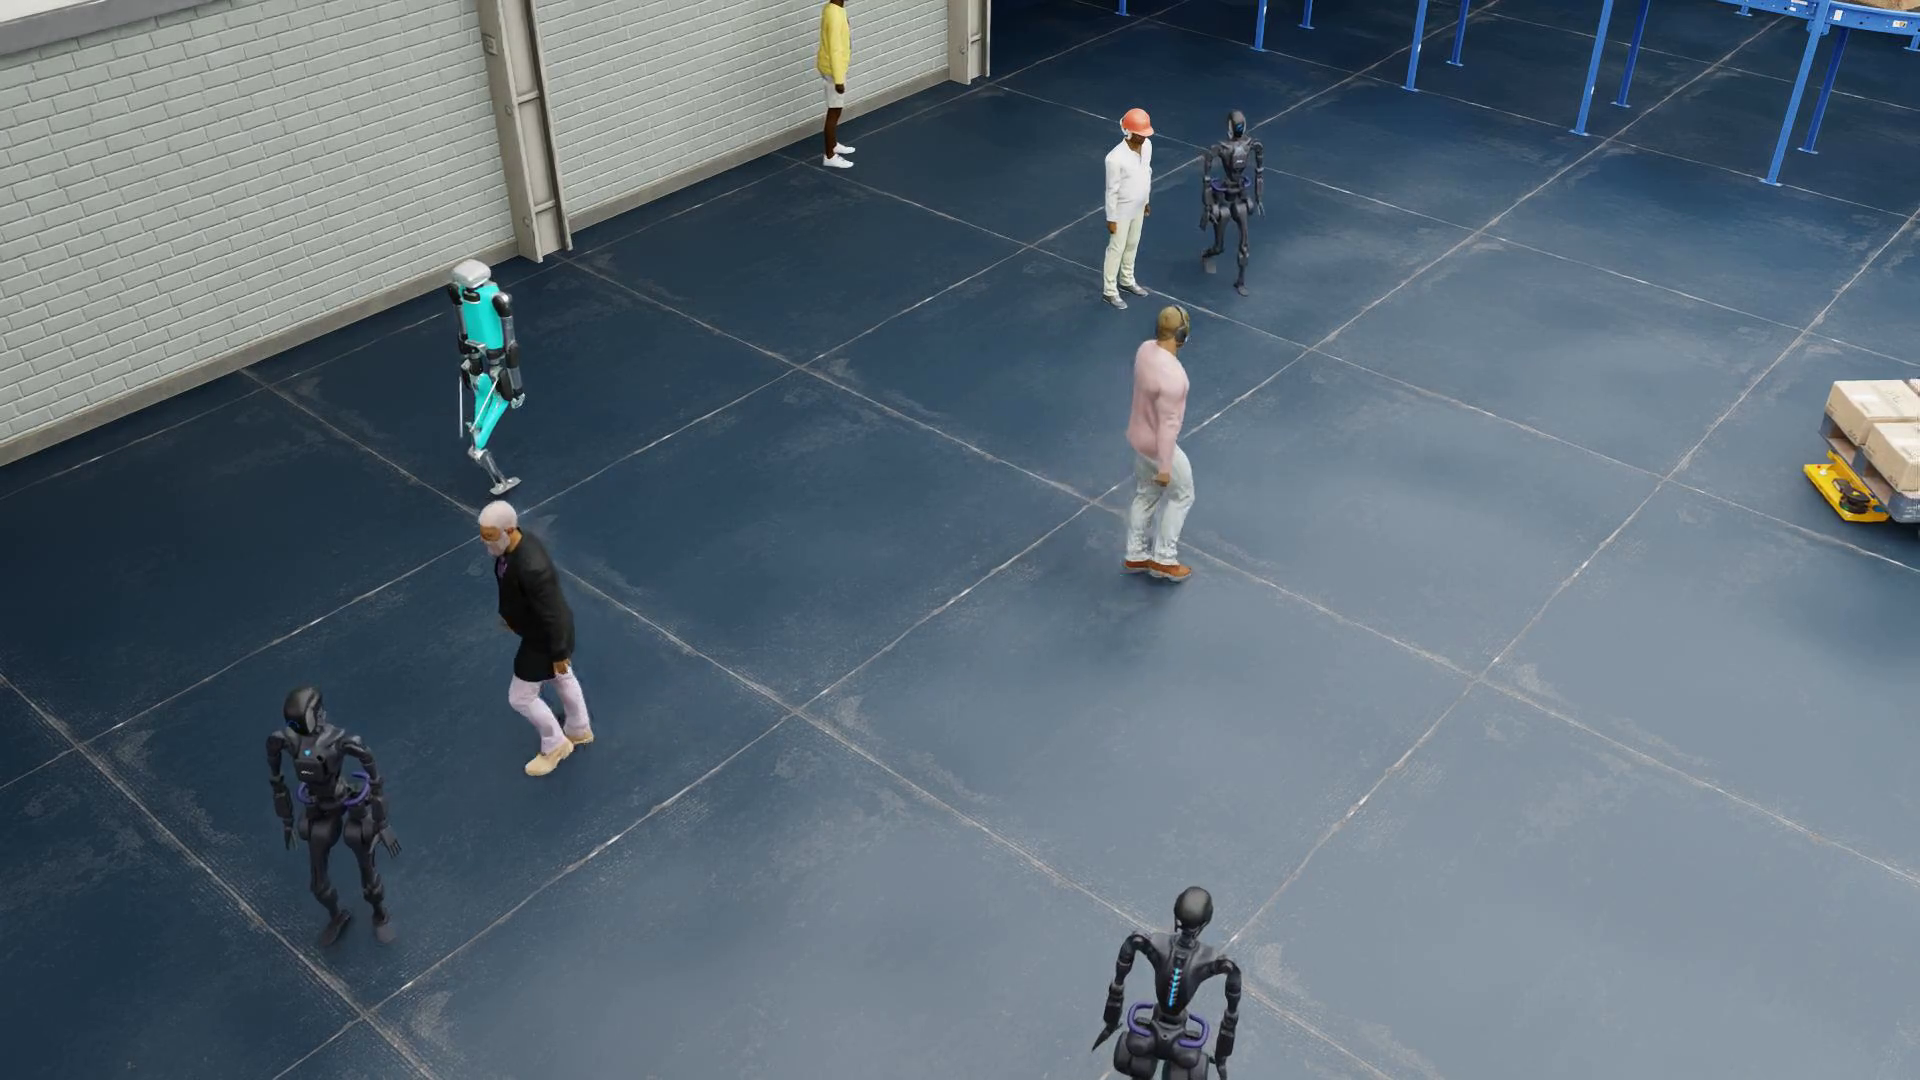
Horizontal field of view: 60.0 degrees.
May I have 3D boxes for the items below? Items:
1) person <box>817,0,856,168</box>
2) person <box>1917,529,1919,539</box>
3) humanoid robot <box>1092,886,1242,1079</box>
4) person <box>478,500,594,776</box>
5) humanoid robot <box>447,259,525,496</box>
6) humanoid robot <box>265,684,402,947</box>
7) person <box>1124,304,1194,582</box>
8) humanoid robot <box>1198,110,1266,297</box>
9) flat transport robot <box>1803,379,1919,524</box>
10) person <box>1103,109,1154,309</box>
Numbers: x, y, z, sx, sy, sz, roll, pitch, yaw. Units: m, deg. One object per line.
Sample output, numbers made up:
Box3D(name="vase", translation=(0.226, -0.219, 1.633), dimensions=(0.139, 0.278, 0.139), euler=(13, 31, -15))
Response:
Box3D(name="person", translation=(-1.231, -4.676, 16.562), dimensions=(0.366, 1.892, 0.556), euler=(0, 35, 0))
Box3D(name="person", translation=(6.899, -0.684, 11.003), dimensions=(0.565, 1.835, 0.401), euler=(0, 35, 0))
Box3D(name="humanoid robot", translation=(0.869, 2.168, 7.150), dimensions=(0.609, 1.621, 0.607), euler=(11, 37, 15))
Box3D(name="person", translation=(-2.399, 0.528, 9.308), dimensions=(0.568, 1.830, 0.592), euler=(-14, 38, -19))
Box3D(name="humanoid robot", translation=(-3.373, -0.997, 11.569), dimensions=(0.555, 1.845, 0.712), euler=(19, 39, 24))
Box3D(name="humanoid robot", translation=(-3.083, 1.376, 8.243), dimensions=(0.607, 1.654, 0.313), euler=(2, 35, 2))
Box3D(name="person", translation=(1.337, -0.628, 10.861), dimensions=(0.572, 1.899, 0.694), euler=(-8, 36, -11))
Box3D(name="humanoid robot", translation=(2.328, -2.955, 14.340), dimensions=(0.600, 1.634, 0.590), euler=(-10, 37, -13))
Box3D(name="flat transport robot", translation=(6.922, -0.396, 11.944), dimensions=(1.431, 0.231, 0.659), euler=(-1, 35, -2))
Box3D(name="person", translation=(1.441, -2.813, 14.067), dimensions=(0.349, 1.743, 0.565), euler=(25, 43, 31))
